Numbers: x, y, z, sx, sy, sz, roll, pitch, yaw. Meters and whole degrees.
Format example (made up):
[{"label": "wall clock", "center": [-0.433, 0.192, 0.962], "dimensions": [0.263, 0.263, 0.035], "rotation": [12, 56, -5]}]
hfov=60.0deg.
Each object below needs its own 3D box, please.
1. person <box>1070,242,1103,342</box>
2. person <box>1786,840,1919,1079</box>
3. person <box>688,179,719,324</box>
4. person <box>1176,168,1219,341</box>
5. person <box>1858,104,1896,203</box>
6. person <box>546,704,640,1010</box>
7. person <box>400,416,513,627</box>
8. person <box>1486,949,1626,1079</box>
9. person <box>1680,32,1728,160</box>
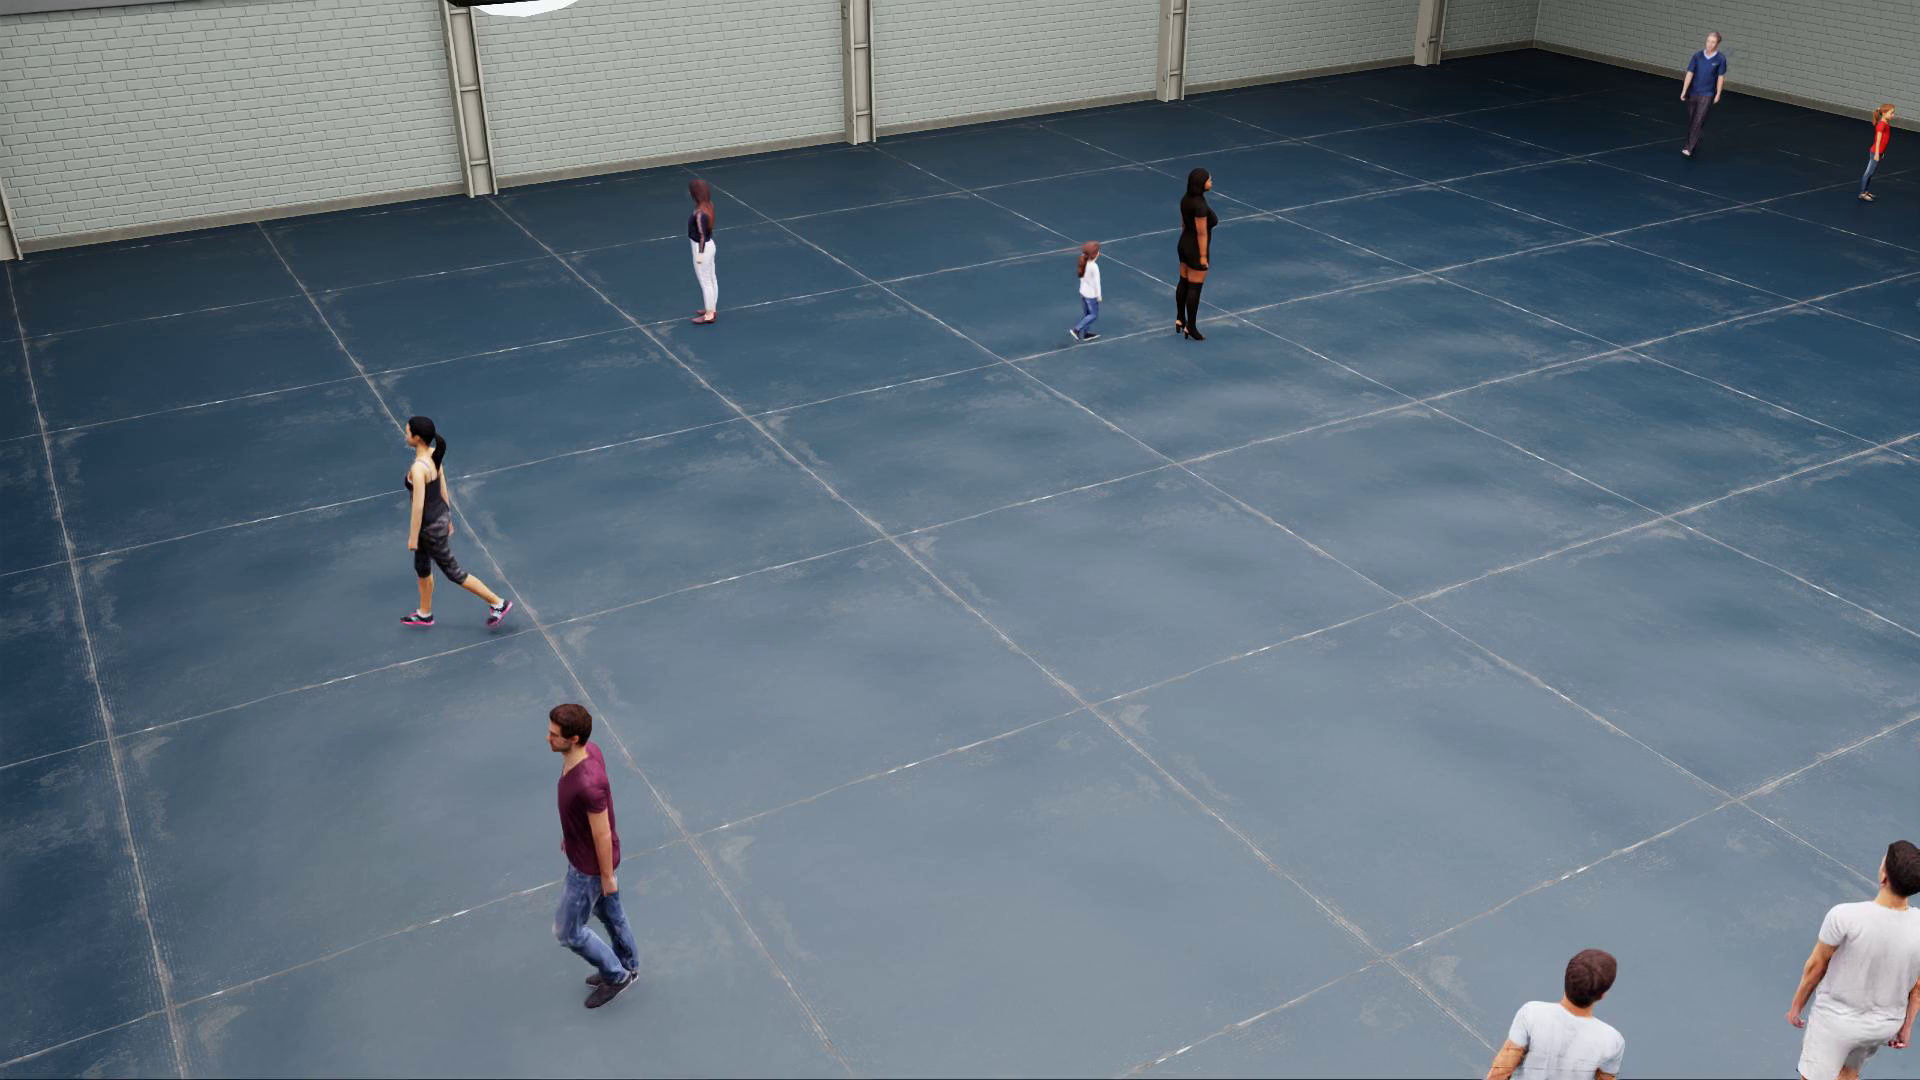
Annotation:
[{"label": "person", "center": [1.357, -2.664, 17.923], "dimensions": [0.626, 1.107, 0.478], "rotation": [-10, 29, -19]}, {"label": "person", "center": [4.129, 2.235, 7.616], "dimensions": [1.164, 1.834, 1.175], "rotation": [4, 28, 9]}, {"label": "person", "center": [-2.852, -3.201, 18.415], "dimensions": [0.715, 1.611, 0.686], "rotation": [2, 27, 4]}, {"label": "person", "center": [2.525, -3.096, 17.944], "dimensions": [0.686, 1.855, 0.705], "rotation": [-7, 28, -13]}, {"label": "person", "center": [12.642, -5.361, 22.939], "dimensions": [0.610, 1.311, 0.531], "rotation": [19, 33, 33]}, {"label": "person", "center": [-1.860, 1.635, 8.773], "dimensions": [0.741, 1.841, 0.729], "rotation": [-7, 28, -14]}, {"label": "person", "center": [-3.781, -0.076, 12.254], "dimensions": [1.173, 1.696, 0.938], "rotation": [0, 27, -1]}, {"label": "person", "center": [2.390, 2.565, 6.995], "dimensions": [0.963, 1.816, 1.162], "rotation": [11, 29, 21]}, {"label": "person", "center": [11.114, -6.651, 24.888], "dimensions": [0.927, 1.820, 1.260], "rotation": [22, 35, 36]}]
